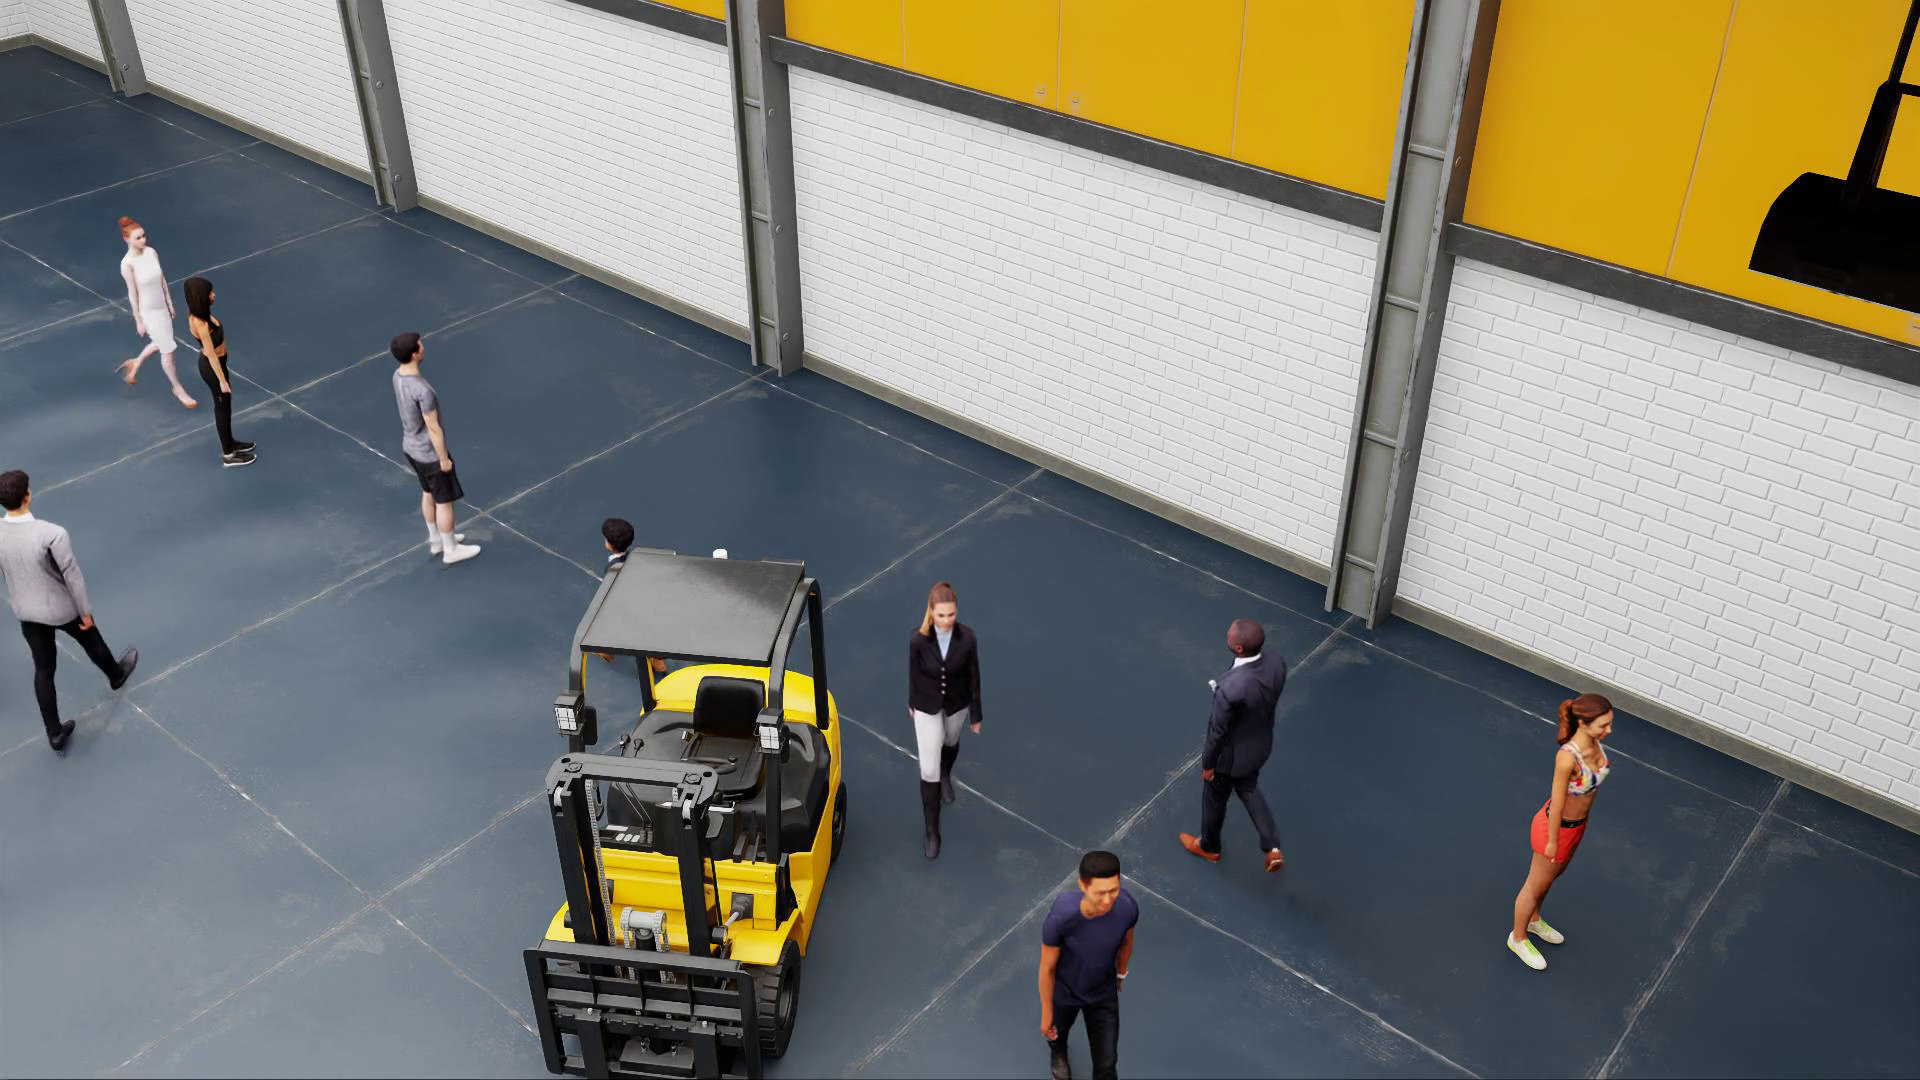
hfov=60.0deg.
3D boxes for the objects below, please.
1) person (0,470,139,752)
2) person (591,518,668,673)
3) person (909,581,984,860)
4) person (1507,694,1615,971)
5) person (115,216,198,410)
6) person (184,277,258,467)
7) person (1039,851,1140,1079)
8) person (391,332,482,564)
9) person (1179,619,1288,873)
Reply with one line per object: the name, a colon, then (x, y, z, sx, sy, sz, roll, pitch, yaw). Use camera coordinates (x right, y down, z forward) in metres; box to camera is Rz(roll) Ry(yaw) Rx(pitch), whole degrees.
person: (-5.828, 0.479, 10.536, 1.281, 1.872, 1.290, 0, 34, 1)
person: (-2.201, 0.413, 11.246, 0.864, 1.196, 0.616, 16, 37, 23)
person: (-0.109, 0.961, 9.973, 1.020, 1.692, 1.084, -3, 34, -4)
person: (3.252, 1.544, 9.006, 0.549, 1.791, 0.579, 26, 42, 34)
person: (-6.981, -1.927, 14.244, 1.012, 1.773, 0.834, 11, 35, 16)
person: (-6.078, -1.384, 13.546, 0.660, 1.641, 0.547, -16, 37, -23)
person: (0.573, 2.143, 8.150, 1.090, 1.741, 1.175, -5, 34, -7)
person: (-3.942, -0.664, 12.261, 0.760, 1.865, 0.594, -25, 41, -32)
person: (1.639, 1.222, 9.475, 0.818, 1.808, 1.002, -24, 40, -31)
